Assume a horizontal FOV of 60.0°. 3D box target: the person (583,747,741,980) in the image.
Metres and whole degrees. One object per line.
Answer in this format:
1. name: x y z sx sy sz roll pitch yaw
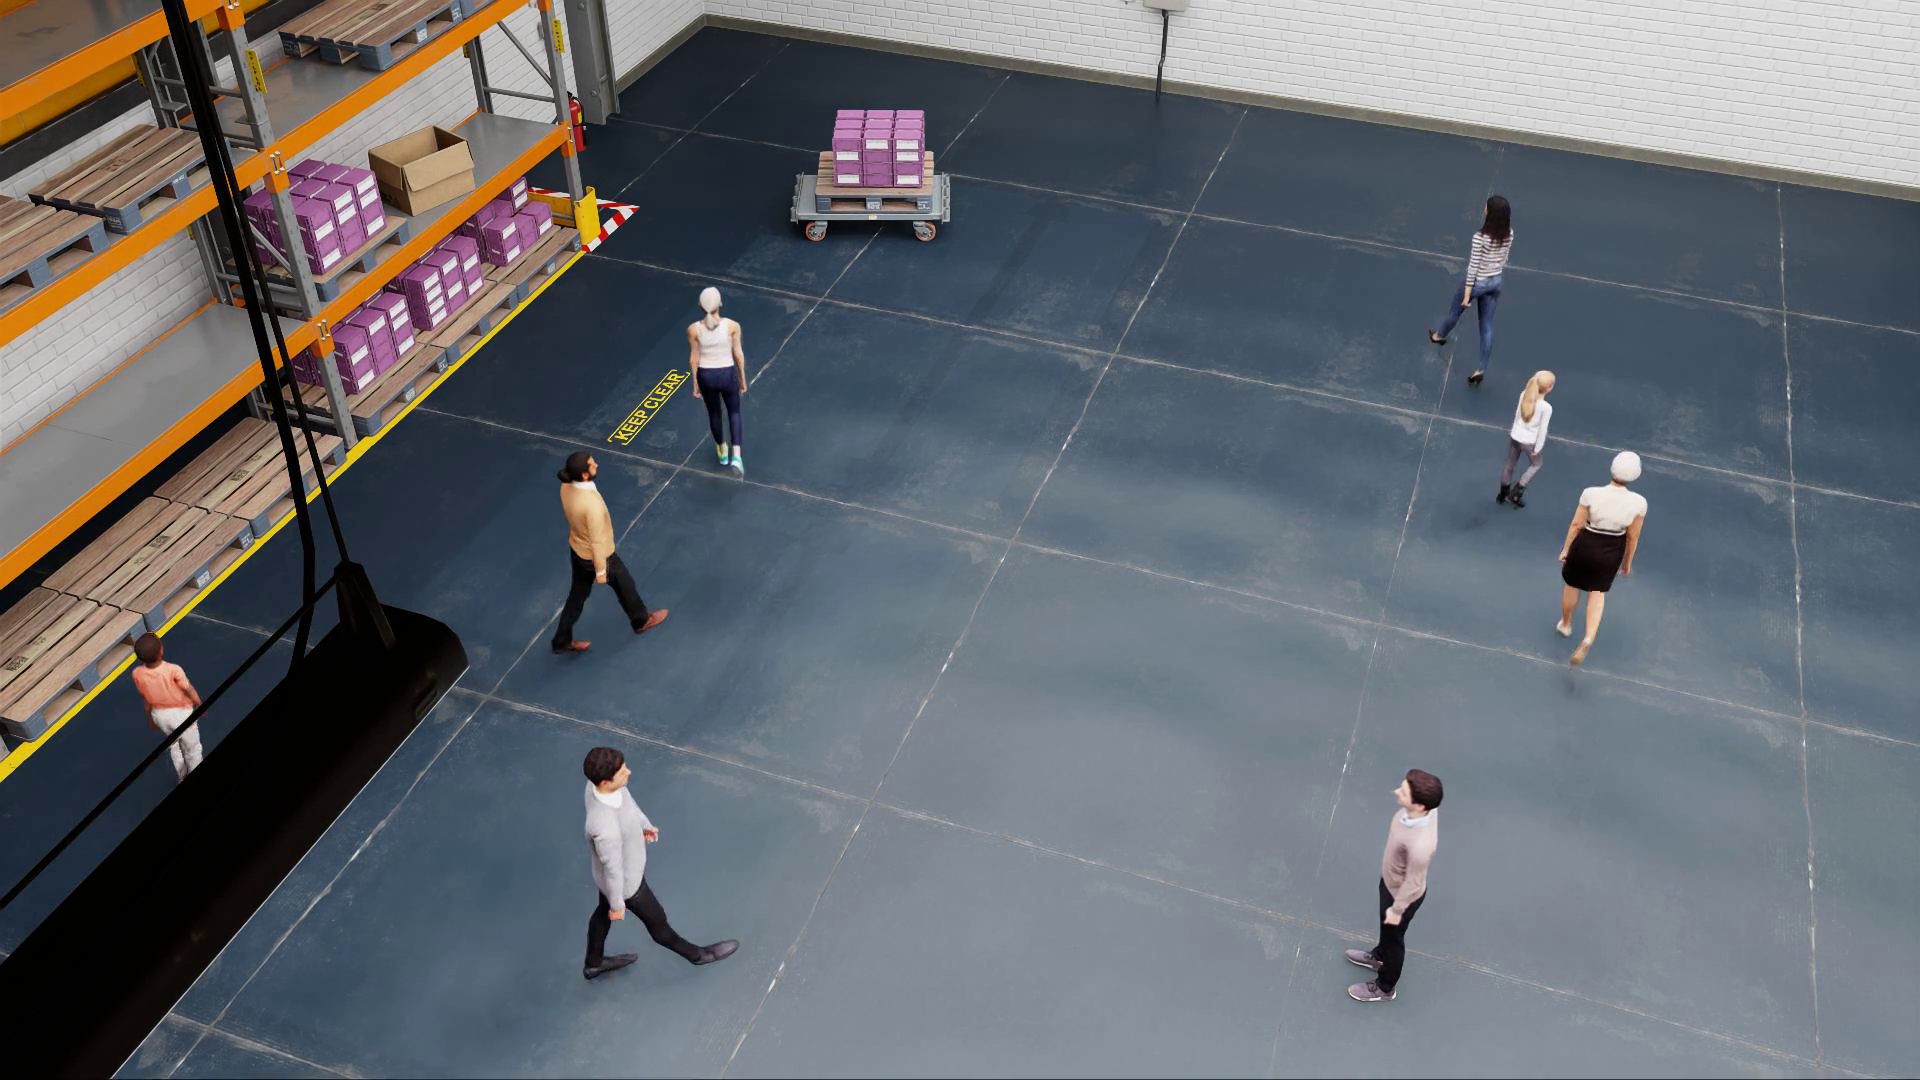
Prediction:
1. person: -2.044 1.913 9.569 1.228 1.874 1.254 -10 40 -12

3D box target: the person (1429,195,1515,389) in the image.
1. person: 4.683 -2.155 14.771 1.061 1.739 1.189 -12 40 -15

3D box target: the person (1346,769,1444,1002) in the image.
1. person: 2.522 1.976 9.542 0.716 1.809 0.537 7 39 9

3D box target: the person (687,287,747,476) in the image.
1. person: -1.983 -1.248 13.678 0.887 1.685 1.044 -7 39 -8

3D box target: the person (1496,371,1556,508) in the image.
1. person: 4.527 -0.800 13.450 0.639 1.271 0.593 -24 44 -27

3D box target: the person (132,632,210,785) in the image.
1. person: -5.194 1.181 10.943 0.540 1.302 0.557 1 39 2

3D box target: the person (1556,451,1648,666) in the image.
1. person: 4.538 0.173 11.860 0.682 1.734 0.928 9 39 11

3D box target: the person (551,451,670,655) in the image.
1. person: -2.701 0.137 11.919 1.249 1.716 1.042 -27 46 -29
